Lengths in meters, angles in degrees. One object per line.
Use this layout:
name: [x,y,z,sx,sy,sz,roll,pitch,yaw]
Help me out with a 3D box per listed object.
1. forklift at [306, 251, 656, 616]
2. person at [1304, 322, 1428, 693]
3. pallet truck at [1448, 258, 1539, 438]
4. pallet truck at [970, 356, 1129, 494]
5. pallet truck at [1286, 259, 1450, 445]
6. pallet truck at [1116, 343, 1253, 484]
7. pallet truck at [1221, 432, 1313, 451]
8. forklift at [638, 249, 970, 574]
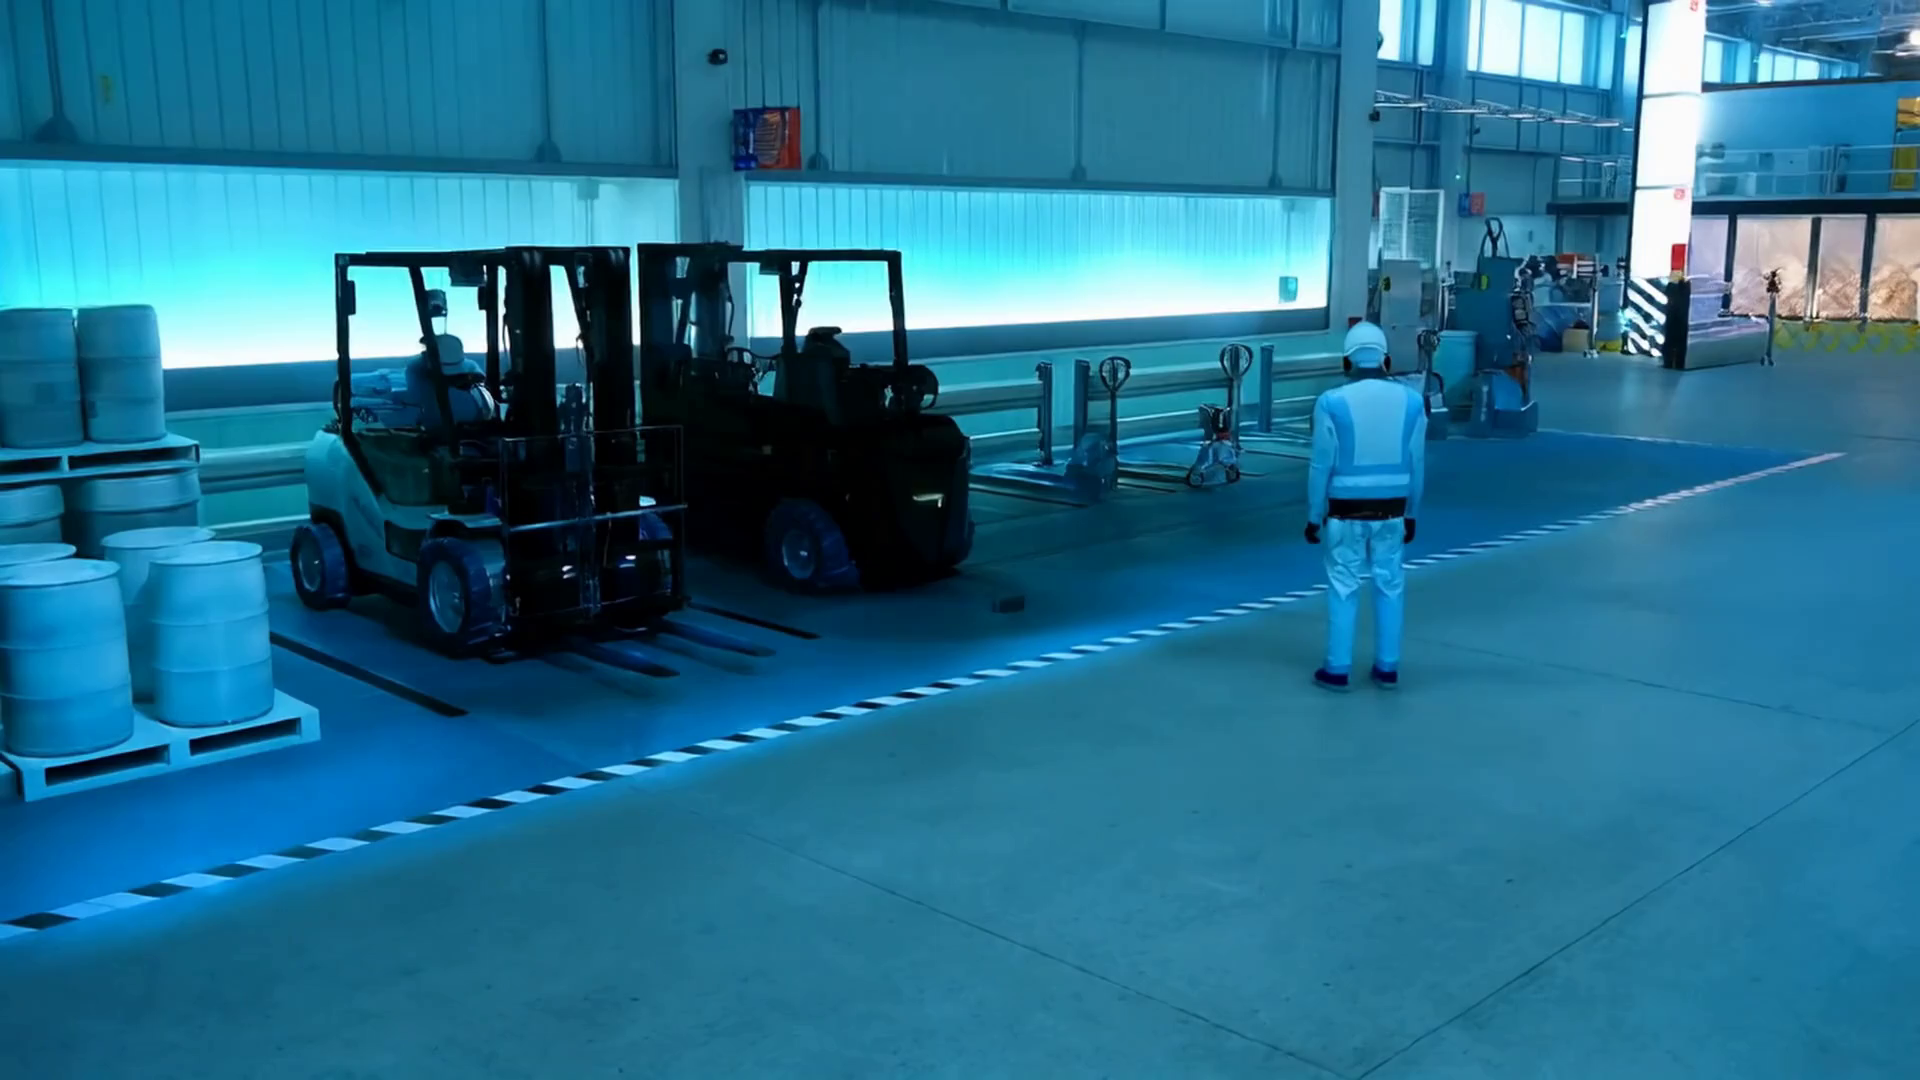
forklift: [-2.833,-0.669,9.694,1.157,1.987,2.680,-10,14,-44]
person: [1.977,-0.152,8.171,0.588,1.822,0.403,-1,10,-8]
pallet truck: [5.704,-2.208,18.901,1.885,1.965,0.823,10,14,43]
pallet truck: [0.784,-1.085,14.876,0.680,1.201,1.601,-10,14,-44]
pallet truck: [4.493,-2.078,18.196,0.823,1.965,1.885,-9,14,-40]
pallet truck: [1.962,-1.215,15.415,1.522,1.261,0.704,10,14,43]
pallet truck: [3.563,-1.581,17.381,0.653,1.274,1.630,-10,14,-44]
forklift: [-1.173,-0.958,11.239,2.680,1.987,1.157,10,14,43]
